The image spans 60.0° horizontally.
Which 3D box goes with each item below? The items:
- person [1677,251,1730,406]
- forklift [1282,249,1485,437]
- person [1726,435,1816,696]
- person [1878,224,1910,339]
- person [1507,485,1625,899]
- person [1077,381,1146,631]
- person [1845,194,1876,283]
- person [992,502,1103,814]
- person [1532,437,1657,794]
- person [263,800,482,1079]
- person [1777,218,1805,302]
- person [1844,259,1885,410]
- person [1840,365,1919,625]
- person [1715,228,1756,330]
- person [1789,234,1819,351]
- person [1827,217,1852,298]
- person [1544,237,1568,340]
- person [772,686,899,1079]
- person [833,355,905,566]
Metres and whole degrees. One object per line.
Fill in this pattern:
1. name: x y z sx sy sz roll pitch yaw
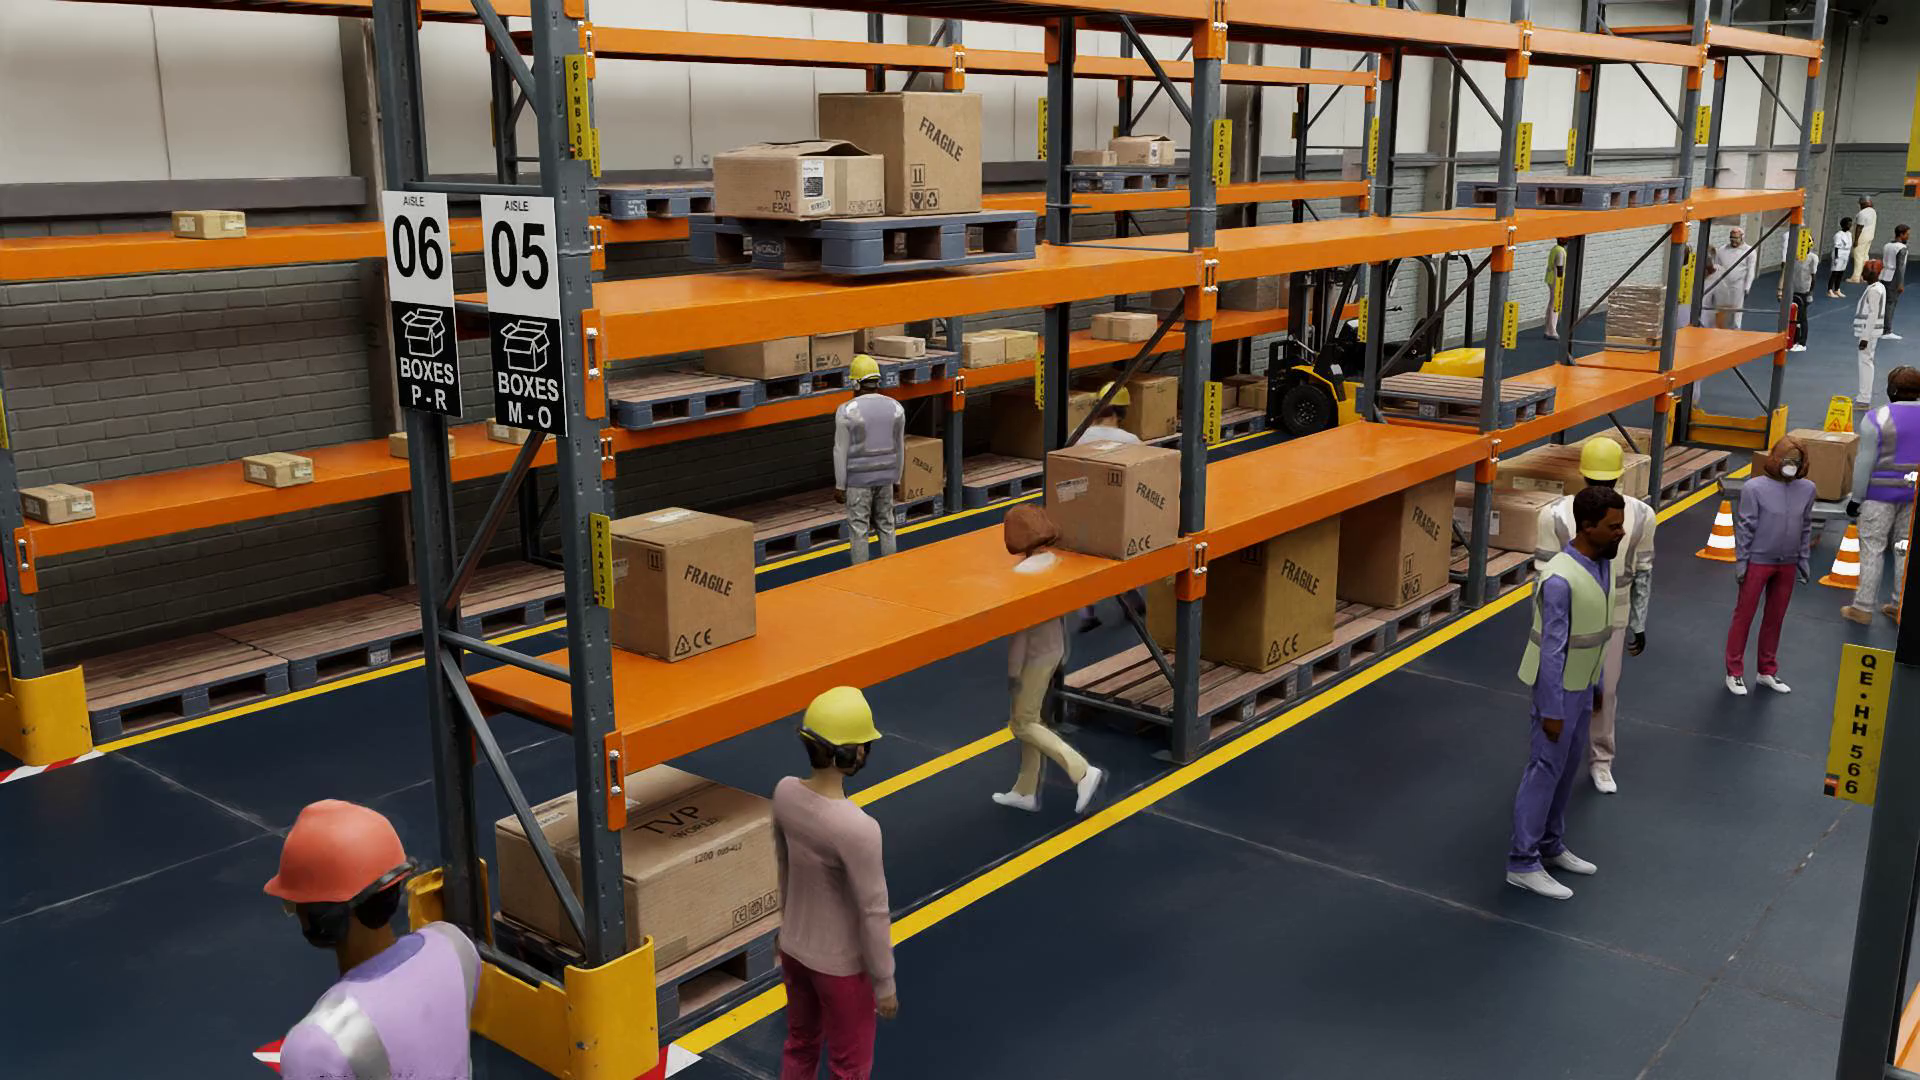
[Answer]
1. person: 9.120 -2.644 20.834 0.873 2.000 0.697 -6 15 -23
2. forklift: 4.886 -2.214 18.767 2.313 2.155 1.214 11 18 38
3. person: 5.018 0.154 10.279 0.498 1.633 0.278 -2 14 -8
4. person: 15.726 -4.360 28.077 0.370 1.915 0.597 0 14 1
5. person: 2.769 0.676 7.601 0.396 1.910 0.585 11 18 38
6. person: 1.093 -0.256 11.724 0.545 1.733 0.813 10 17 35
7. person: 20.897 -7.009 38.606 0.683 2.000 0.536 -12 18 -40
8. person: 0.445 0.619 8.416 0.545 1.606 0.547 6 15 23
9. person: 3.297 0.401 8.707 0.590 1.916 0.416 3 14 11
10. person: -1.402 1.542 3.836 0.786 2.019 0.626 5 15 20
11. person: 17.019 -5.722 33.958 0.573 1.749 0.343 -5 15 -19
12. person: 11.379 -2.571 20.859 0.337 1.882 0.584 8 16 30
13. person: 6.577 -0.313 11.756 0.634 1.841 0.429 -1 14 -4
14. person: 12.673 -4.172 27.343 0.407 1.904 0.639 -13 19 -42
15. person: 13.375 -3.932 26.466 0.327 1.858 0.511 -2 14 -10
16. person: 18.491 -5.924 34.914 0.530 1.689 0.321 -10 17 -36
17. person: 10.006 -4.278 27.893 0.377 1.842 0.570 2 14 9
18. person: -0.392 1.314 5.303 0.331 1.759 0.545 -11 18 -39
19. person: -0.684 -0.468 12.441 0.586 1.824 0.408 -10 17 -35
